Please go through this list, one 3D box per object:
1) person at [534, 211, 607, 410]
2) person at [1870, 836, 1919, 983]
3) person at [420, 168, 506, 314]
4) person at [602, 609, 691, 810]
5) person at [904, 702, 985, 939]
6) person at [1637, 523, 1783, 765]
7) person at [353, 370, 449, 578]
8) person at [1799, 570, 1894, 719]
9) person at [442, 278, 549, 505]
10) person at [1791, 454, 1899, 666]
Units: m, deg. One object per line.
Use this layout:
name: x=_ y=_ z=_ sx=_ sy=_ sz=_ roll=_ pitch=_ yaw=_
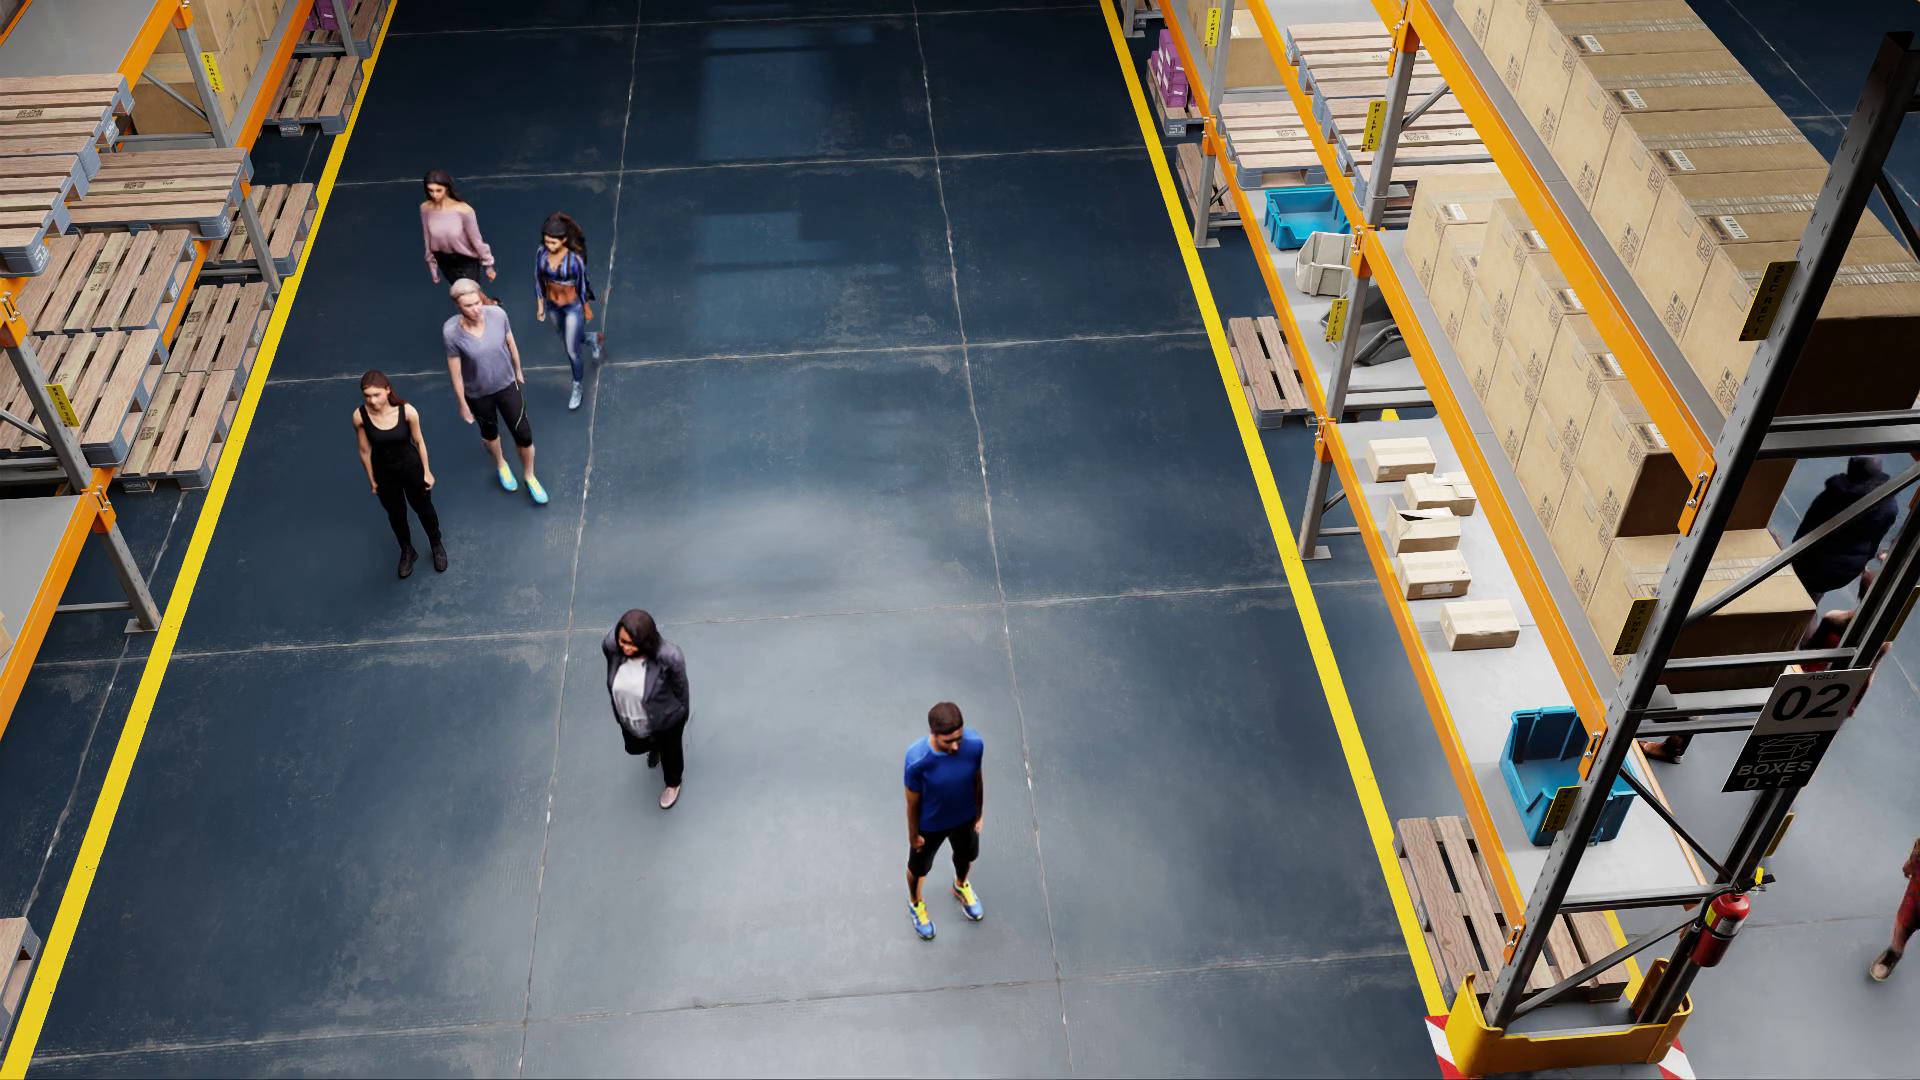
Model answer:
person: x=-3.017 y=-1.839 z=12.867 sx=0.868 sy=1.598 sz=1.062 roll=13 pitch=45 yaw=13
person: x=5.408 y=1.769 z=9.061 sx=0.885 sy=1.623 sz=0.919 roll=34 pitch=53 yaw=30
person: x=-3.900 y=-2.179 z=13.092 sx=0.869 sy=1.779 sz=1.162 roll=6 pitch=44 yaw=6
person: x=-1.821 y=0.934 z=9.966 sx=0.794 sy=1.585 sz=0.876 roll=8 pitch=44 yaw=9
person: x=-0.089 y=1.497 z=9.173 sx=0.667 sy=1.862 sz=0.659 roll=-16 pitch=46 yaw=-16
person: x=4.564 y=0.622 z=10.070 sx=0.834 sy=1.892 sz=0.758 roll=27 pitch=50 yaw=26
person: x=-3.828 y=-0.469 z=11.363 sx=0.606 sy=1.688 sz=0.577 roll=-7 pitch=44 yaw=-8
person: x=5.124 y=0.920 z=9.876 sx=0.774 sy=1.728 sz=0.899 roll=19 pitch=47 yaw=19
person: x=-3.396 y=-1.128 z=11.928 sx=0.864 sy=1.863 sz=0.950 roll=-21 pitch=48 yaw=-21
person: x=5.642 y=0.156 z=10.739 sx=0.813 sy=1.643 sz=1.127 roll=6 pitch=44 yaw=6
